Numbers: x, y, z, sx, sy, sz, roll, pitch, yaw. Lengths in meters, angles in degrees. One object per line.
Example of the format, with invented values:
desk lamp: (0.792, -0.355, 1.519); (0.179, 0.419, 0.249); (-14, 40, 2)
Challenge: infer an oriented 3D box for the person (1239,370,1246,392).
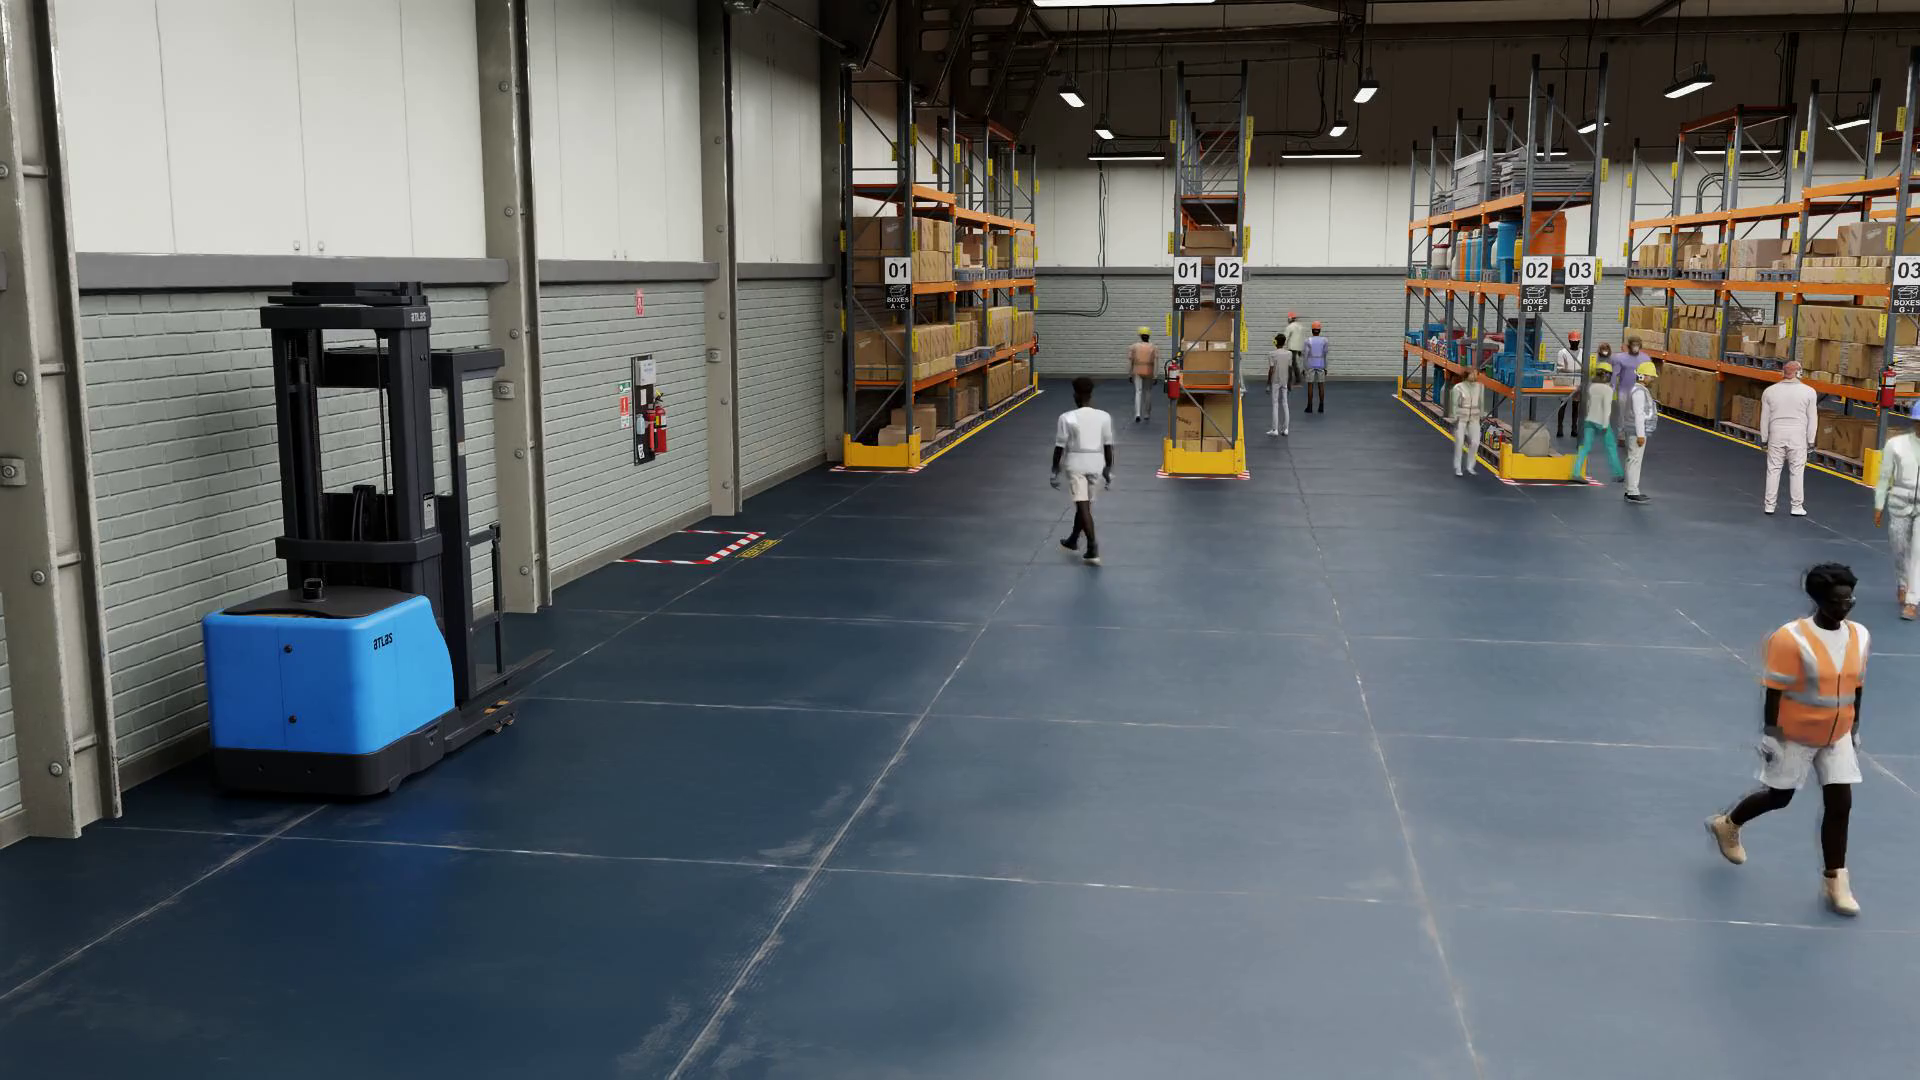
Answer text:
person: (6.663, -4.563, 41.190); (0.960, 1.817, 0.547); (3, 10, 19)

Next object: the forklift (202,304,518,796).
forklift: (-3.673, -0.038, 10.147); (1.129, 2.768, 1.873); (1, 9, 9)

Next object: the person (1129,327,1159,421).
person: (3.701, -3.349, 33.512); (0.592, 1.888, 0.927); (1, 9, 9)

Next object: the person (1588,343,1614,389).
person: (12.606, -3.068, 32.673); (0.508, 1.586, 0.854); (3, 10, 18)

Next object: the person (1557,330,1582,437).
person: (11.124, -2.843, 30.219); (0.551, 1.934, 0.373); (1, 9, 6)

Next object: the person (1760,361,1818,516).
person: (10.218, -1.251, 20.518); (0.639, 1.902, 0.406); (7, 11, 36)

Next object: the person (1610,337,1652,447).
person: (11.383, -2.498, 28.247); (0.655, 1.884, 1.020); (3, 10, 18)

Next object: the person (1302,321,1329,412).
person: (7.576, -3.700, 35.501); (0.550, 1.935, 0.376); (-1, 9, -4)

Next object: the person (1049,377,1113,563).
person: (1.266, -0.747, 17.371); (0.622, 1.914, 0.998); (-4, 10, -24)

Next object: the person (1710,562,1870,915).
person: (4.051, 0.895, 8.028); (0.551, 1.662, 0.762); (-2, 9, -12)

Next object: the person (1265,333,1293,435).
person: (5.854, -2.856, 30.512); (0.532, 1.868, 0.310); (-3, 10, -18)

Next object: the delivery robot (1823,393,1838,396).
delivery robot: (20.510, -3.575, 38.827); (0.707, 0.478, 0.477); (1, 9, 6)

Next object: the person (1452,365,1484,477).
person: (7.424, -1.738, 24.317); (0.529, 1.626, 0.445); (0, 9, -1)

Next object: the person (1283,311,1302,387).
person: (8.546, -4.971, 43.313); (0.995, 1.946, 0.615); (7, 12, 39)

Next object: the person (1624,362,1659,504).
person: (8.883, -1.408, 21.716); (0.404, 1.824, 0.586); (3, 10, 18)

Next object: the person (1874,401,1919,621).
person: (8.433, -0.307, 14.677); (0.613, 1.917, 0.950); (6, 11, 34)

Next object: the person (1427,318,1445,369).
person: (11.764, -4.513, 40.749); (0.645, 1.870, 0.956); (-4, 10, -22)

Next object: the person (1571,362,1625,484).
person: (9.080, -1.654, 23.572); (0.889, 1.711, 0.521); (-3, 10, -19)
